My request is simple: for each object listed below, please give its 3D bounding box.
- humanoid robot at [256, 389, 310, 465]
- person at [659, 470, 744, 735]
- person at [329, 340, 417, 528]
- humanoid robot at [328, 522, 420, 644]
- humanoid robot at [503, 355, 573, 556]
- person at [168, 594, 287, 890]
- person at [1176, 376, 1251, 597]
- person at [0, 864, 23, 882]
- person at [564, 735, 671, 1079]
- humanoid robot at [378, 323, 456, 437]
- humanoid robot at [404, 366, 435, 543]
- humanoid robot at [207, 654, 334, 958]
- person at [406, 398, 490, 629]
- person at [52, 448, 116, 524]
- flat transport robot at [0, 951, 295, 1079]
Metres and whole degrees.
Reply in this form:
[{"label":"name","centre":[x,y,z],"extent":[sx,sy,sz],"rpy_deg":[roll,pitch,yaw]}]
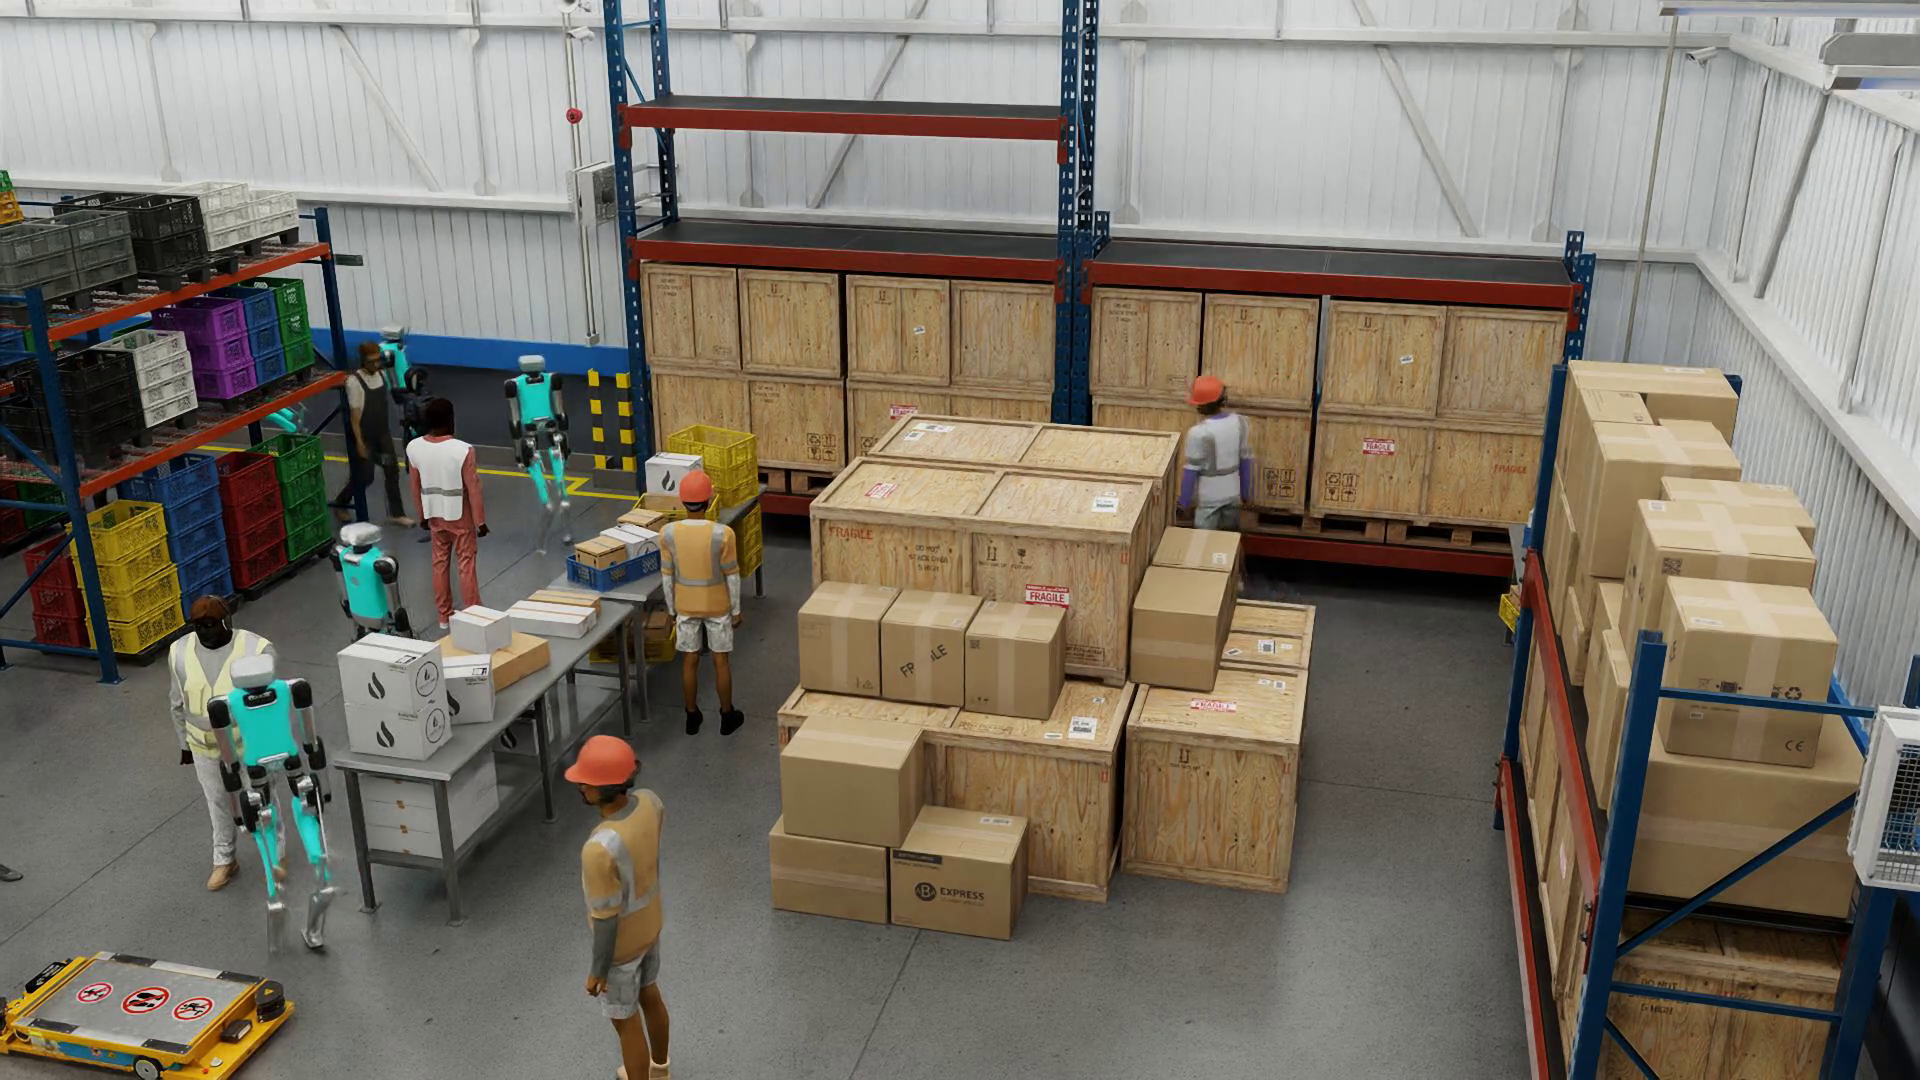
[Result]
[{"label":"humanoid robot","centre":[-6.862,-1.459,16.708],"extent":[0.714,1.723,0.531],"rpy_deg":[1,21,2]},{"label":"person","centre":[-1.780,0.444,11.544],"extent":[0.544,1.942,0.348],"rpy_deg":[2,21,4]},{"label":"person","centre":[-5.527,-0.975,15.438],"extent":[0.718,1.822,0.545],"rpy_deg":[9,23,21]},{"label":"humanoid robot","centre":[-3.782,0.701,11.293],"extent":[0.536,1.877,0.732],"rpy_deg":[10,23,25]},{"label":"humanoid robot","centre":[-3.679,-0.728,14.891],"extent":[0.545,1.778,0.780],"rpy_deg":[-13,25,-31]},{"label":"person","centre":[-4.275,1.180,9.754],"extent":[0.620,1.844,0.429],"rpy_deg":[-3,21,-7]},{"label":"person","centre":[2.066,-0.377,13.603],"extent":[0.682,2.005,0.456],"rpy_deg":[-14,25,-32]},{"label":"person","centre":[-5.809,1.274,9.615],"extent":[0.315,1.767,0.533],"rpy_deg":[6,22,15]},{"label":"person","centre":[-1.586,1.832,7.771],"extent":[0.376,2.044,0.607],"rpy_deg":[5,21,13]},{"label":"humanoid robot","centre":[-5.206,-1.185,16.232],"extent":[0.740,1.896,0.569],"rpy_deg":[-3,21,-7]},{"label":"humanoid robot","centre":[-4.804,-0.775,15.150],"extent":[0.607,1.648,0.470],"rpy_deg":[14,25,33]},{"label":"humanoid robot","centre":[-3.653,1.548,9.014],"extent":[0.552,1.853,0.663],"rpy_deg":[-11,24,-27]},{"label":"person","centre":[-4.058,-0.193,13.241],"extent":[0.595,1.917,0.380],"rpy_deg":[5,21,13]},{"label":"person","centre":[-7.556,-0.565,14.317],"extent":[0.532,1.841,0.637],"rpy_deg":[-7,22,-18]},{"label":"flat transport robot","centre":[-4.270,2.464,8.601],"extent":[1.431,0.231,0.659],"rpy_deg":[5,22,13]}]
